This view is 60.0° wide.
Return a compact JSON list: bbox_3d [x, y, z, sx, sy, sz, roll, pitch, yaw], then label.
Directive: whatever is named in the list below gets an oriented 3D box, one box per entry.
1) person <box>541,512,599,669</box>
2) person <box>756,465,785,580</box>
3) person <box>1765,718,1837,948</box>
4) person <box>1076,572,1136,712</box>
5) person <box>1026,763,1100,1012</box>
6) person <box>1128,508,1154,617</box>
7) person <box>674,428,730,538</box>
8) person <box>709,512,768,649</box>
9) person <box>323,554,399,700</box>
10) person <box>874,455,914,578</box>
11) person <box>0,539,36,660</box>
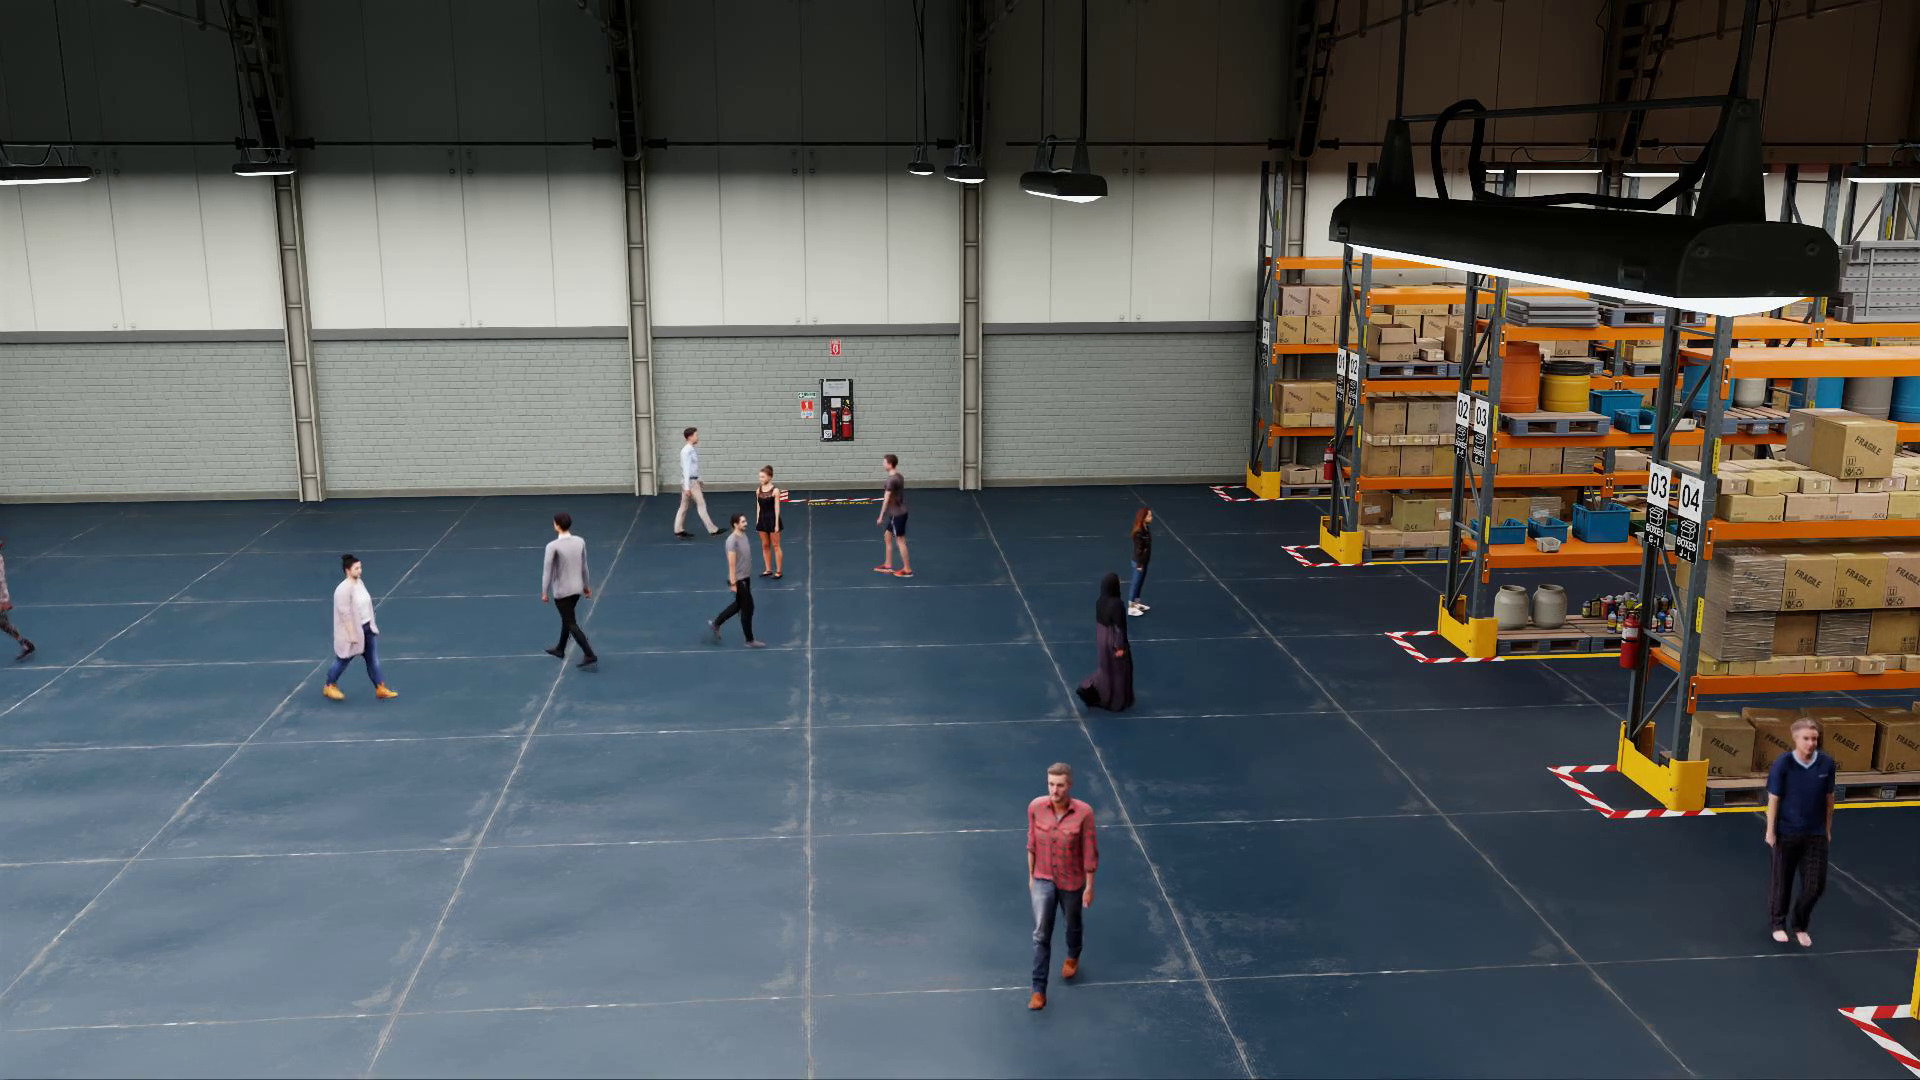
[{"bbox_3d":[-4.689,0.629,20.146,1.355,1.891,1.245,9,16,33],"label":"person"},{"bbox_3d":[-2.798,-0.268,24.490,0.672,1.680,0.751,8,15,31],"label":"person"},{"bbox_3d":[6.584,2.271,13.134,0.720,1.856,0.830,2,13,10],"label":"person"},{"bbox_3d":[1.634,1.151,18.535,1.002,1.602,0.805,-6,14,-25],"label":"person"},{"bbox_3d":[0.769,2.497,12.320,1.234,1.783,1.058,4,14,15],"label":"person"},{"bbox_3d":[2.441,0.278,22.579,0.638,1.477,0.639,5,14,22],"label":"person"},{"bbox_3d":[-4.440,-0.890,26.903,1.126,1.803,0.707,-2,13,-11],"label":"person"},{"bbox_3d":[-2.862,0.504,21.044,1.101,1.730,0.801,2,13,10],"label":"person"},{"bbox_3d":[-6.963,1.022,18.872,1.191,1.701,0.890,3,13,12],"label":"person"},{"bbox_3d":[-0.845,-0.338,24.456,0.955,1.831,0.793,3,13,12],"label":"person"},{"bbox_3d":[-11.642,0.734,20.188,1.173,1.668,1.040,6,14,24],"label":"person"}]
